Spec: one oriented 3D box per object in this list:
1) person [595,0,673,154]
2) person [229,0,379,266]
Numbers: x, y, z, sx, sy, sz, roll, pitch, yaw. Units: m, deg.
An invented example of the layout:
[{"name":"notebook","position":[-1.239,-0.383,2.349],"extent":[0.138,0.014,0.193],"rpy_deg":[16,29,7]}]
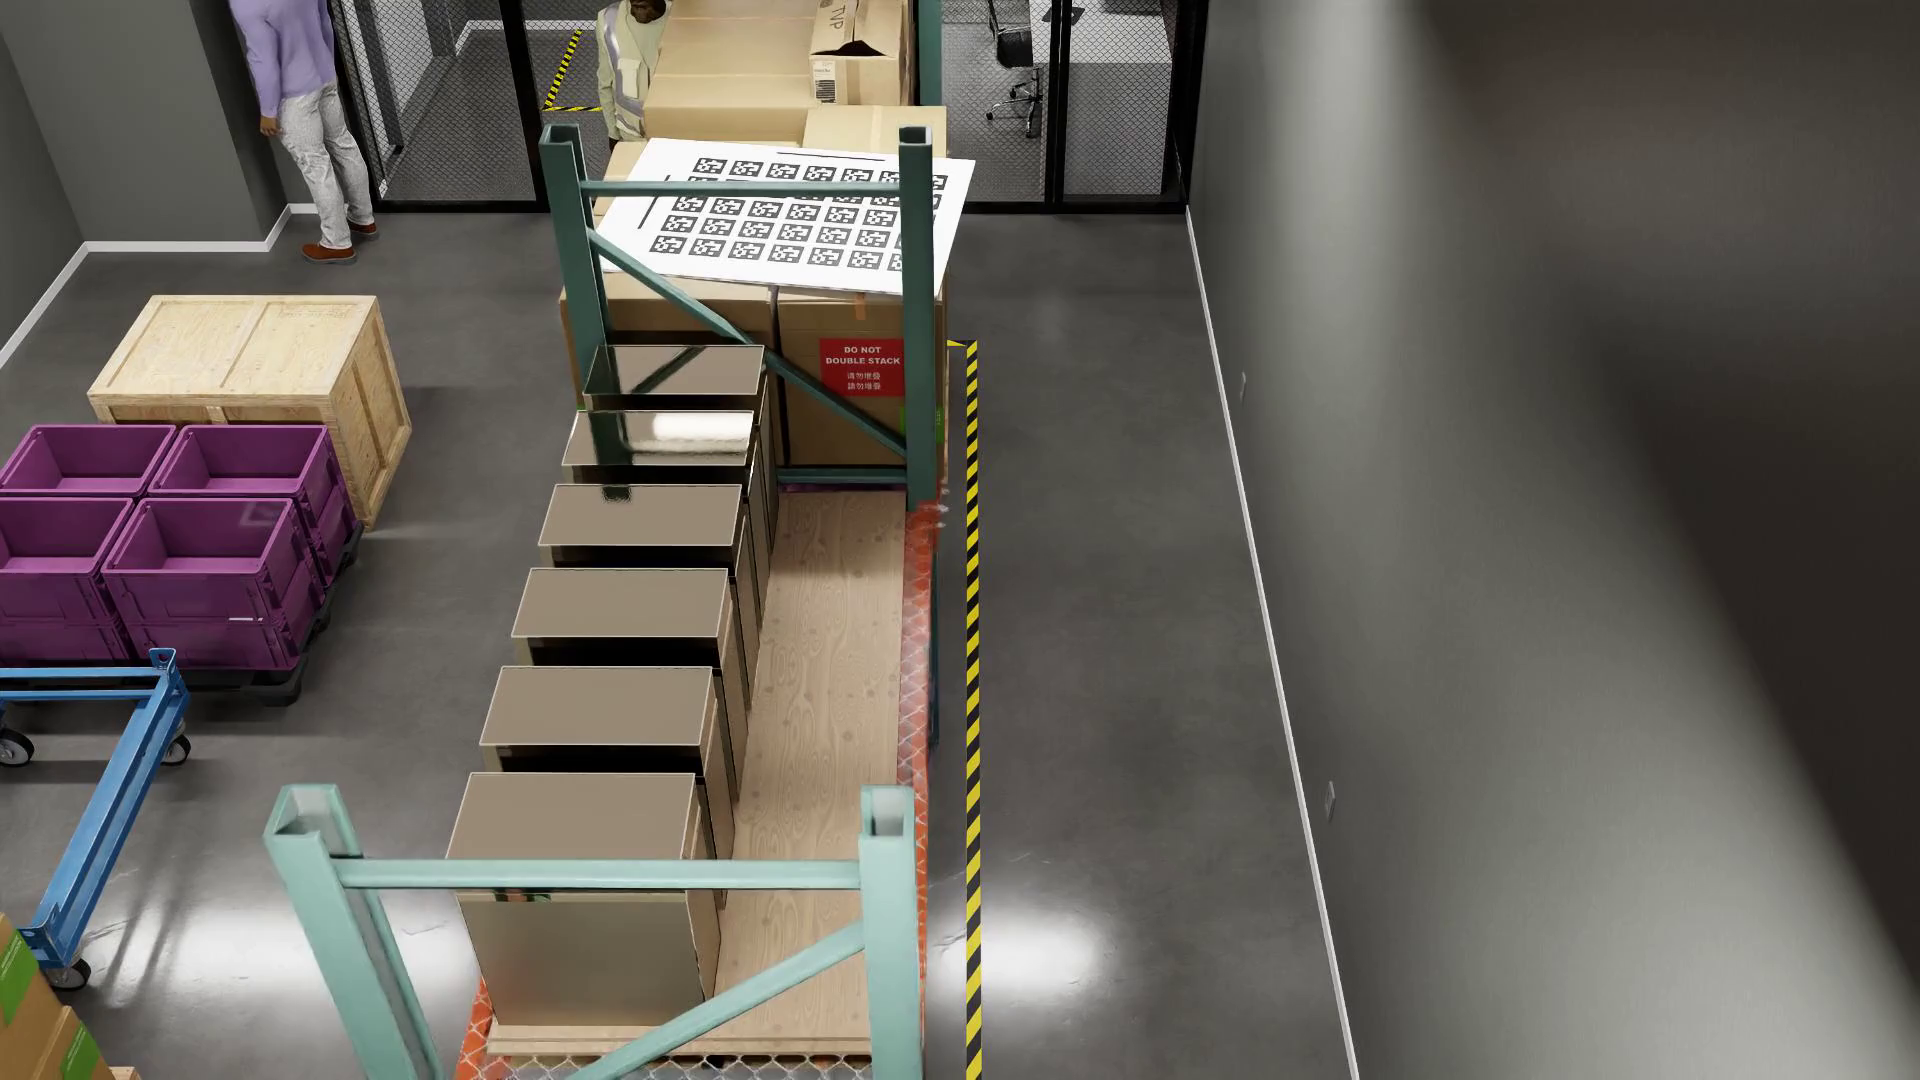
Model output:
[{"name":"person","position":[-1.500,-2.076,8.338],"extent":[0.588,1.833,0.404],"rpy_deg":[0,41,0]},{"name":"person","position":[-3.402,-2.334,8.554],"extent":[0.372,1.940,0.627],"rpy_deg":[11,42,12]}]
